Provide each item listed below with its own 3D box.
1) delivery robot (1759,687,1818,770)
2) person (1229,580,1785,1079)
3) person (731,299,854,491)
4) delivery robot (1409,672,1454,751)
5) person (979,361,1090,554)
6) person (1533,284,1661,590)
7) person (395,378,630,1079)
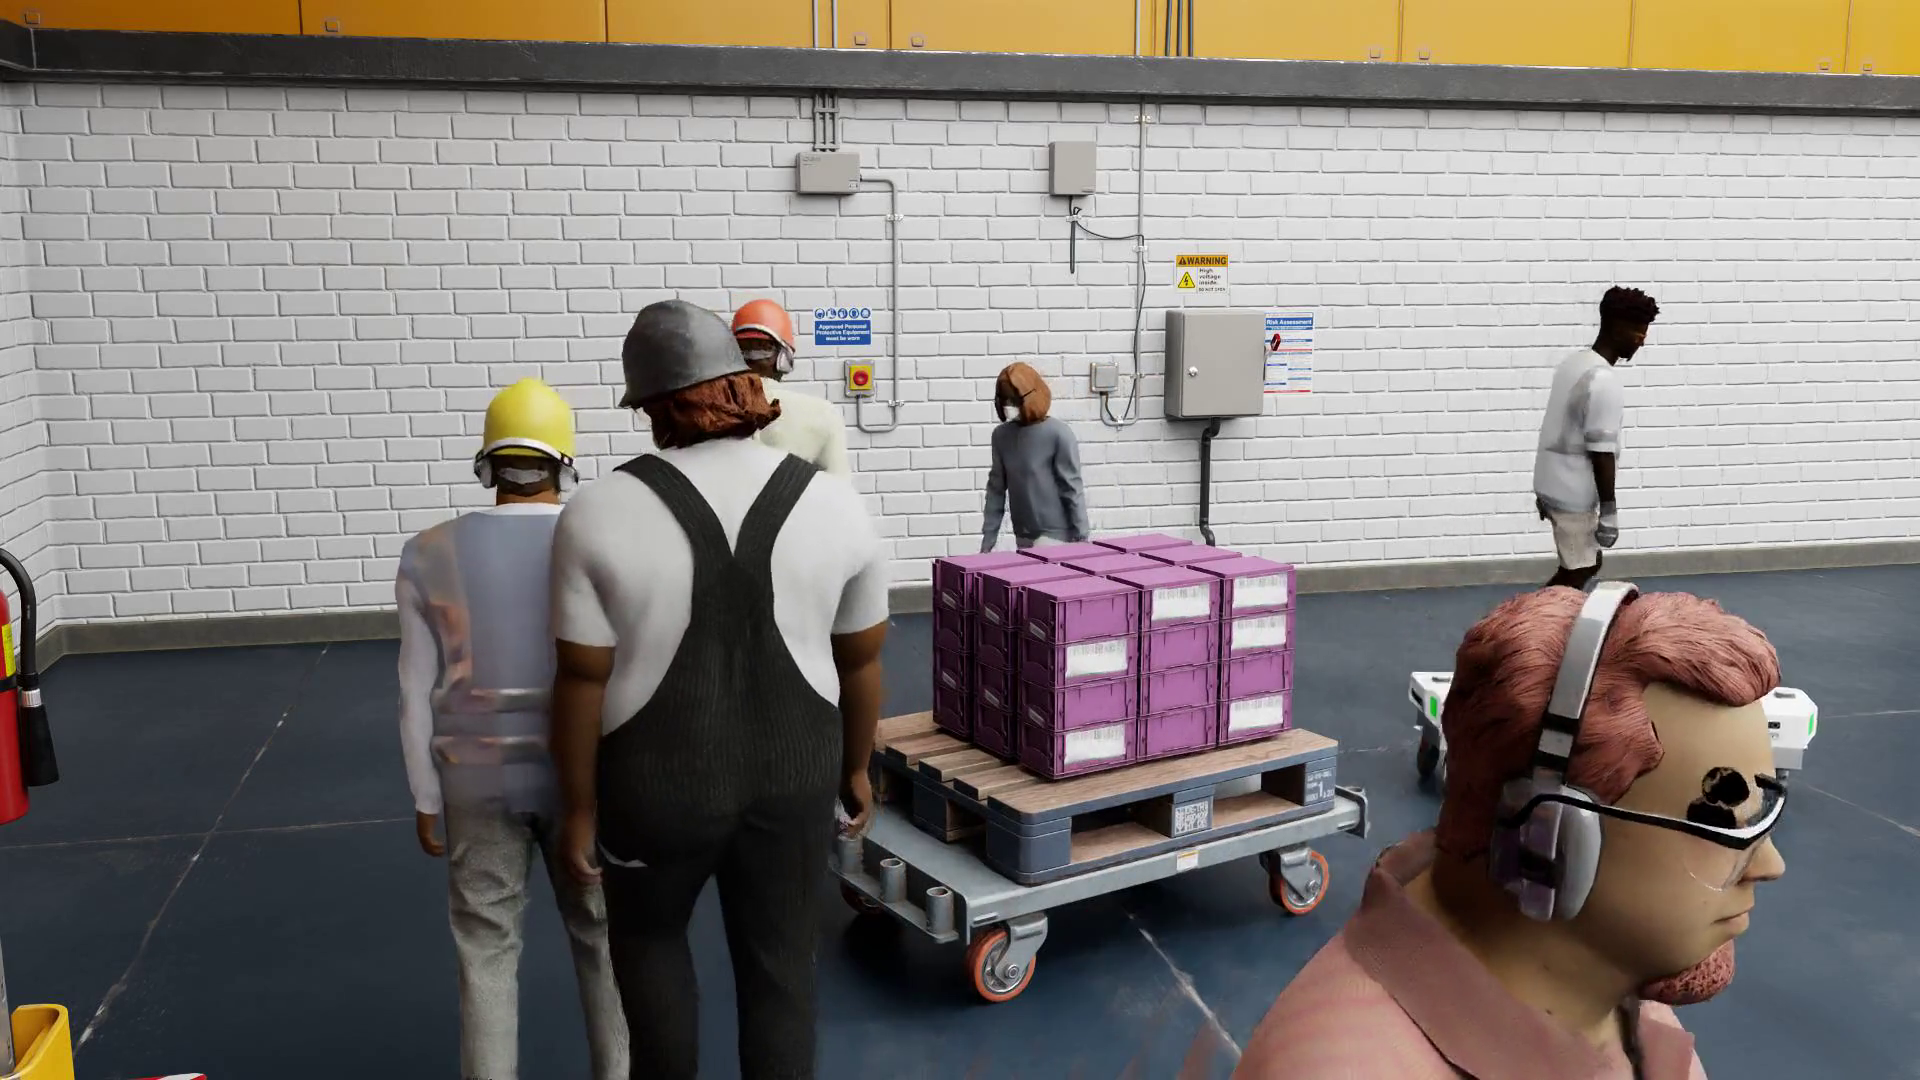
[{"bbox_3d":[2.858,0.676,6.345,0.707,0.478,0.477,3,10,14],"label":"delivery robot"},{"bbox_3d":[0.420,0.962,1.330,0.421,1.892,0.656,9,13,40],"label":"person"},{"bbox_3d":[-0.659,0.129,5.845,0.639,1.928,0.966,-1,10,-4],"label":"person"},{"bbox_3d":[2.134,0.647,6.504,0.707,0.478,0.477,0,10,1],"label":"delivery robot"},{"bbox_3d":[0.286,0.029,7.318,0.701,1.579,0.515,-8,13,-37],"label":"person"},{"bbox_3d":[2.927,-0.217,7.746,0.503,1.929,0.668,1,10,5],"label":"person"},{"bbox_3d":[-0.979,0.541,3.879,0.599,1.816,0.445,-3,11,-14],"label":"person"}]
